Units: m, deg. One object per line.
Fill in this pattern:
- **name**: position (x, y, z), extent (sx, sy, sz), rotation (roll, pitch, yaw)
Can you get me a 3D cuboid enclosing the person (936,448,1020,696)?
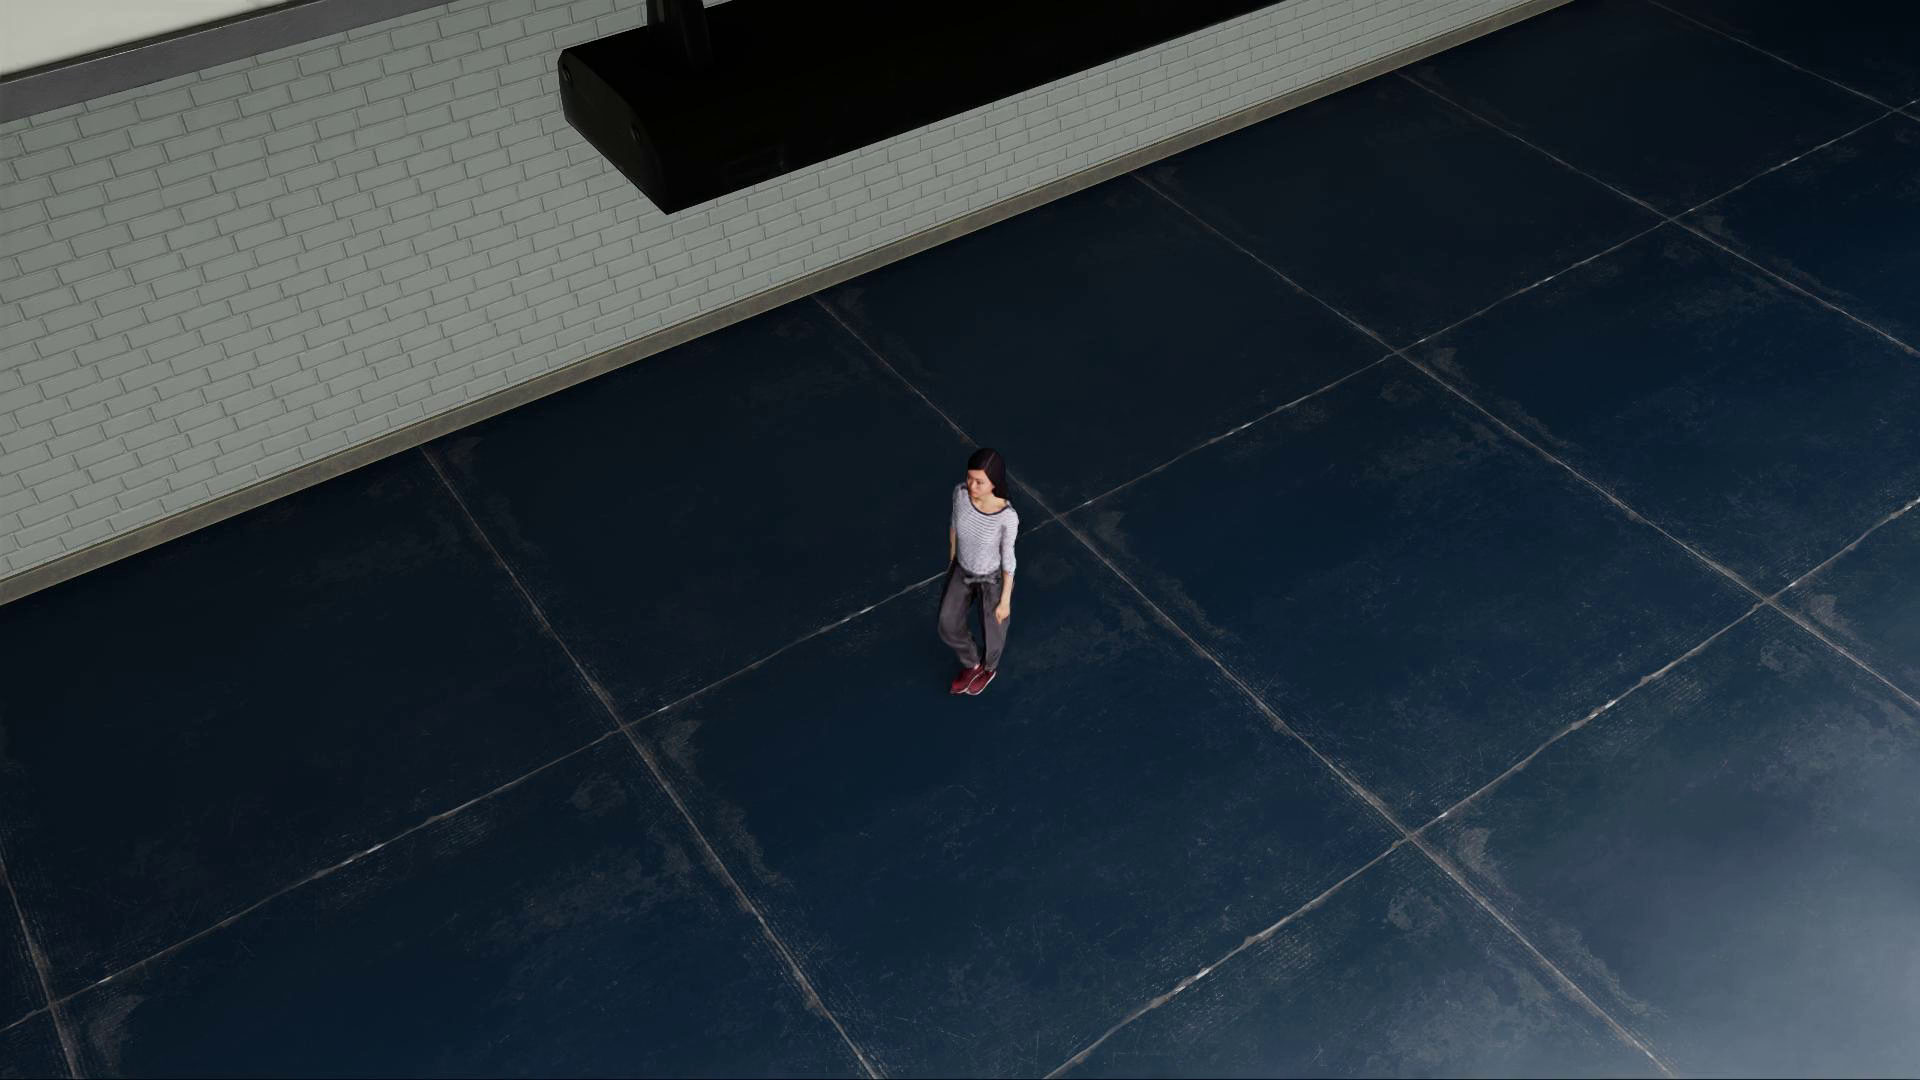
- **person**: position (0.174, 0.146, 8.820), extent (0.643, 1.725, 0.770), rotation (27, 50, 26)
